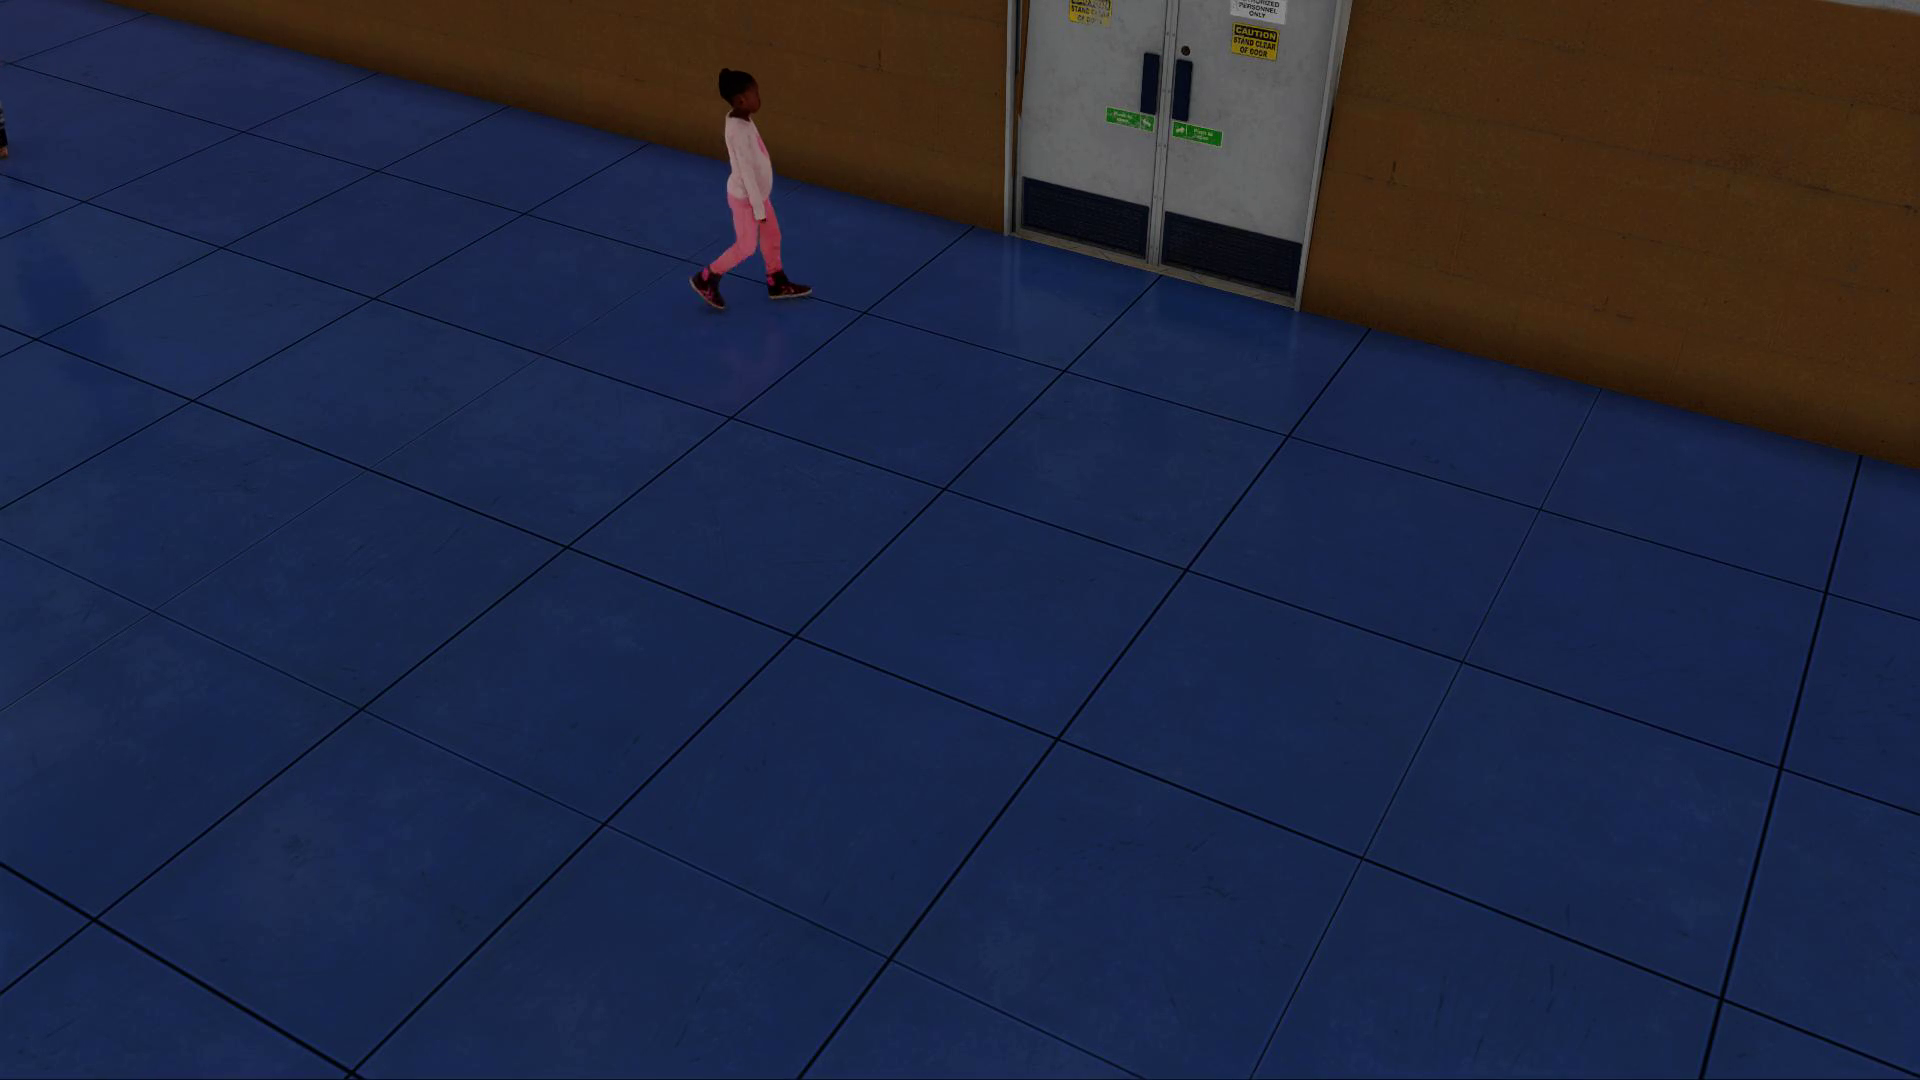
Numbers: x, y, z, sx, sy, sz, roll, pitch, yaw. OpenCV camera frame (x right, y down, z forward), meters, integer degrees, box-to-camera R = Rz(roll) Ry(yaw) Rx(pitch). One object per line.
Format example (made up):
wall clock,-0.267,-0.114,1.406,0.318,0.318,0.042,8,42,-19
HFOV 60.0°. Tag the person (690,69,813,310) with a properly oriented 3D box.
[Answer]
person,-1.268,-1.982,9.541,0.893,1.431,0.946,0,37,-1
